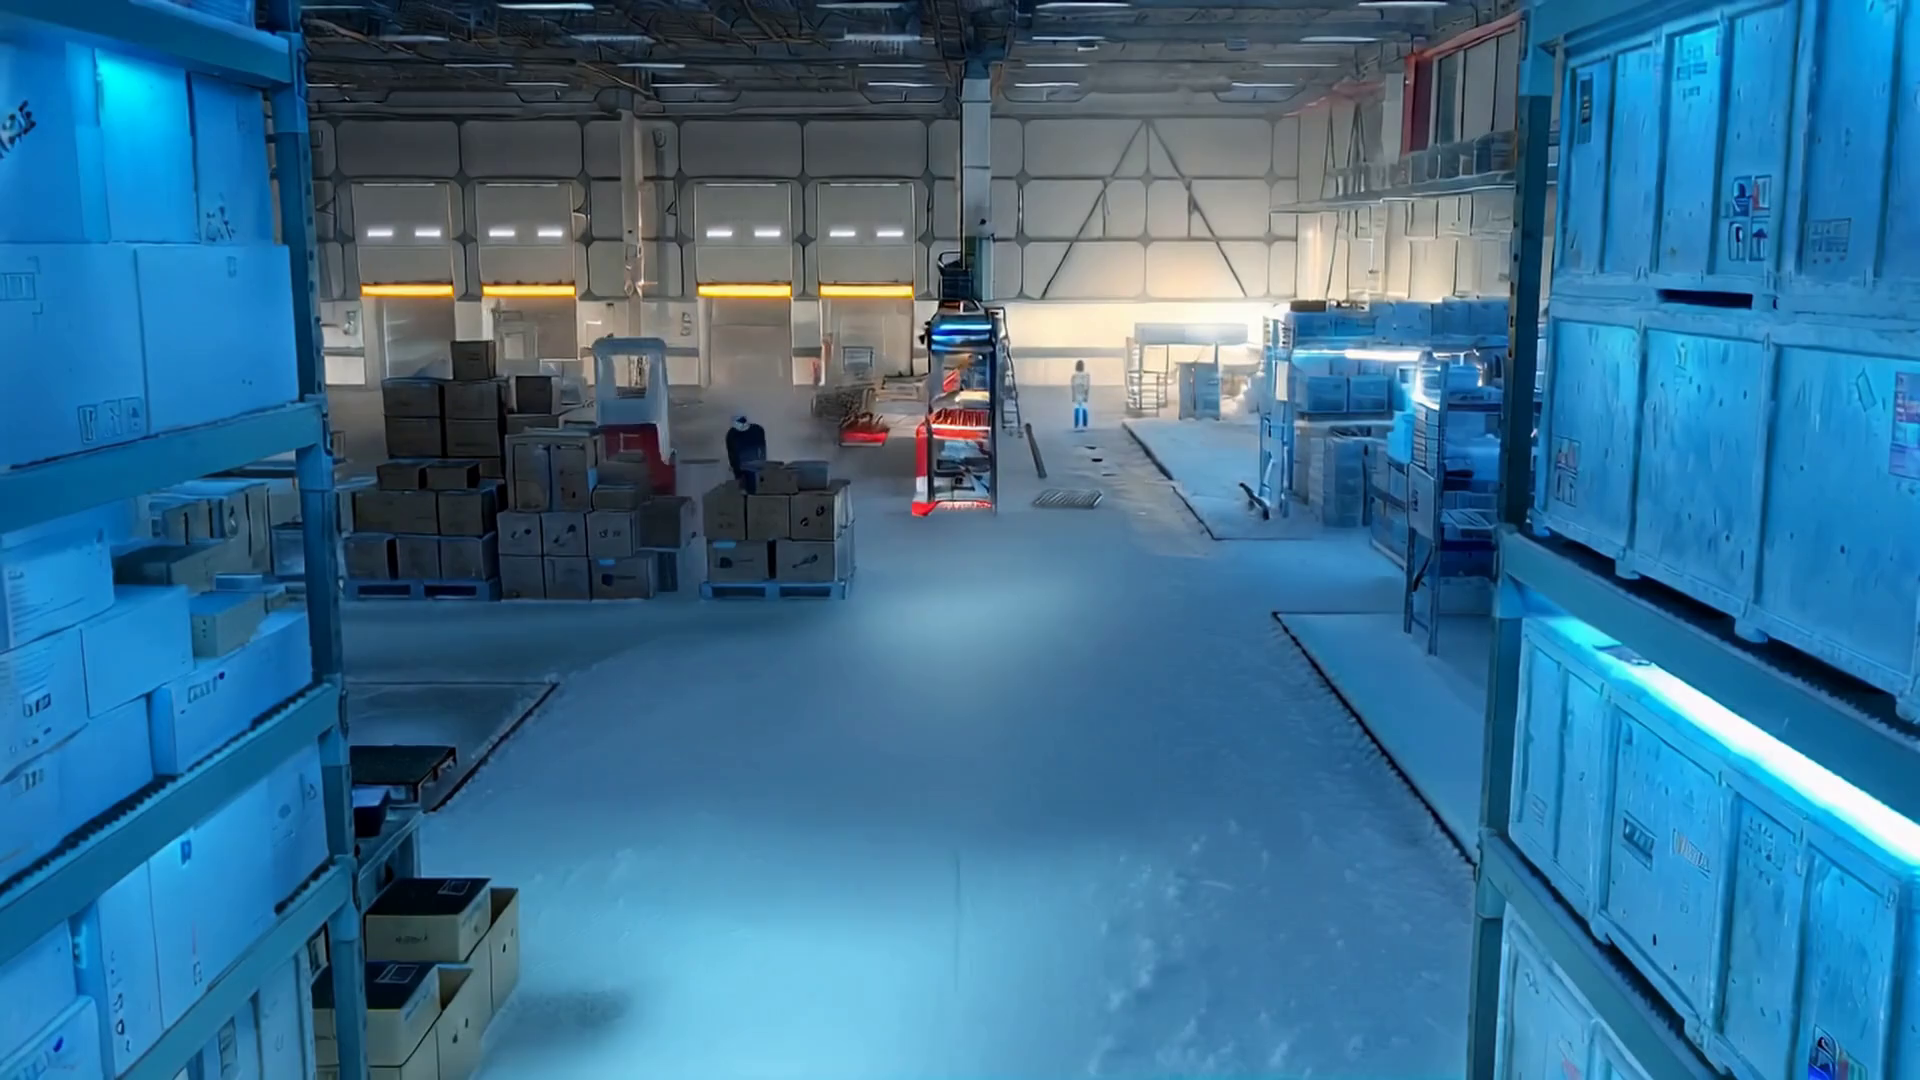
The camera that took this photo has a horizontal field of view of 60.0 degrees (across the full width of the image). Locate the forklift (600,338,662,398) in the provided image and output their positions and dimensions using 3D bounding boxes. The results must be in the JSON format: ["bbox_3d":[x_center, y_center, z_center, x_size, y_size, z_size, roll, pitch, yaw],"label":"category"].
[{"bbox_3d":[-5.031,-1.723,25.645,1.129,2.768,1.873,-2,10,-9],"label":"forklift"}]

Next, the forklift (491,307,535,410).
[{"bbox_3d":[-10.749,-4.230,40.107,1.129,2.768,1.873,0,10,1],"label":"forklift"}]

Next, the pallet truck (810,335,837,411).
[{"bbox_3d":[-3.021,-4.312,43.126,1.885,1.965,0.823,3,10,17],"label":"pallet truck"}]

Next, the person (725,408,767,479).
[{"bbox_3d":[-3.088,-0.988,24.289,0.700,1.886,0.407,-8,12,-38],"label":"person"}]

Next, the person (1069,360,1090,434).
[{"bbox_3d":[2.726,-3.252,37.878,0.318,1.697,0.533,-9,14,-44],"label":"person"}]
